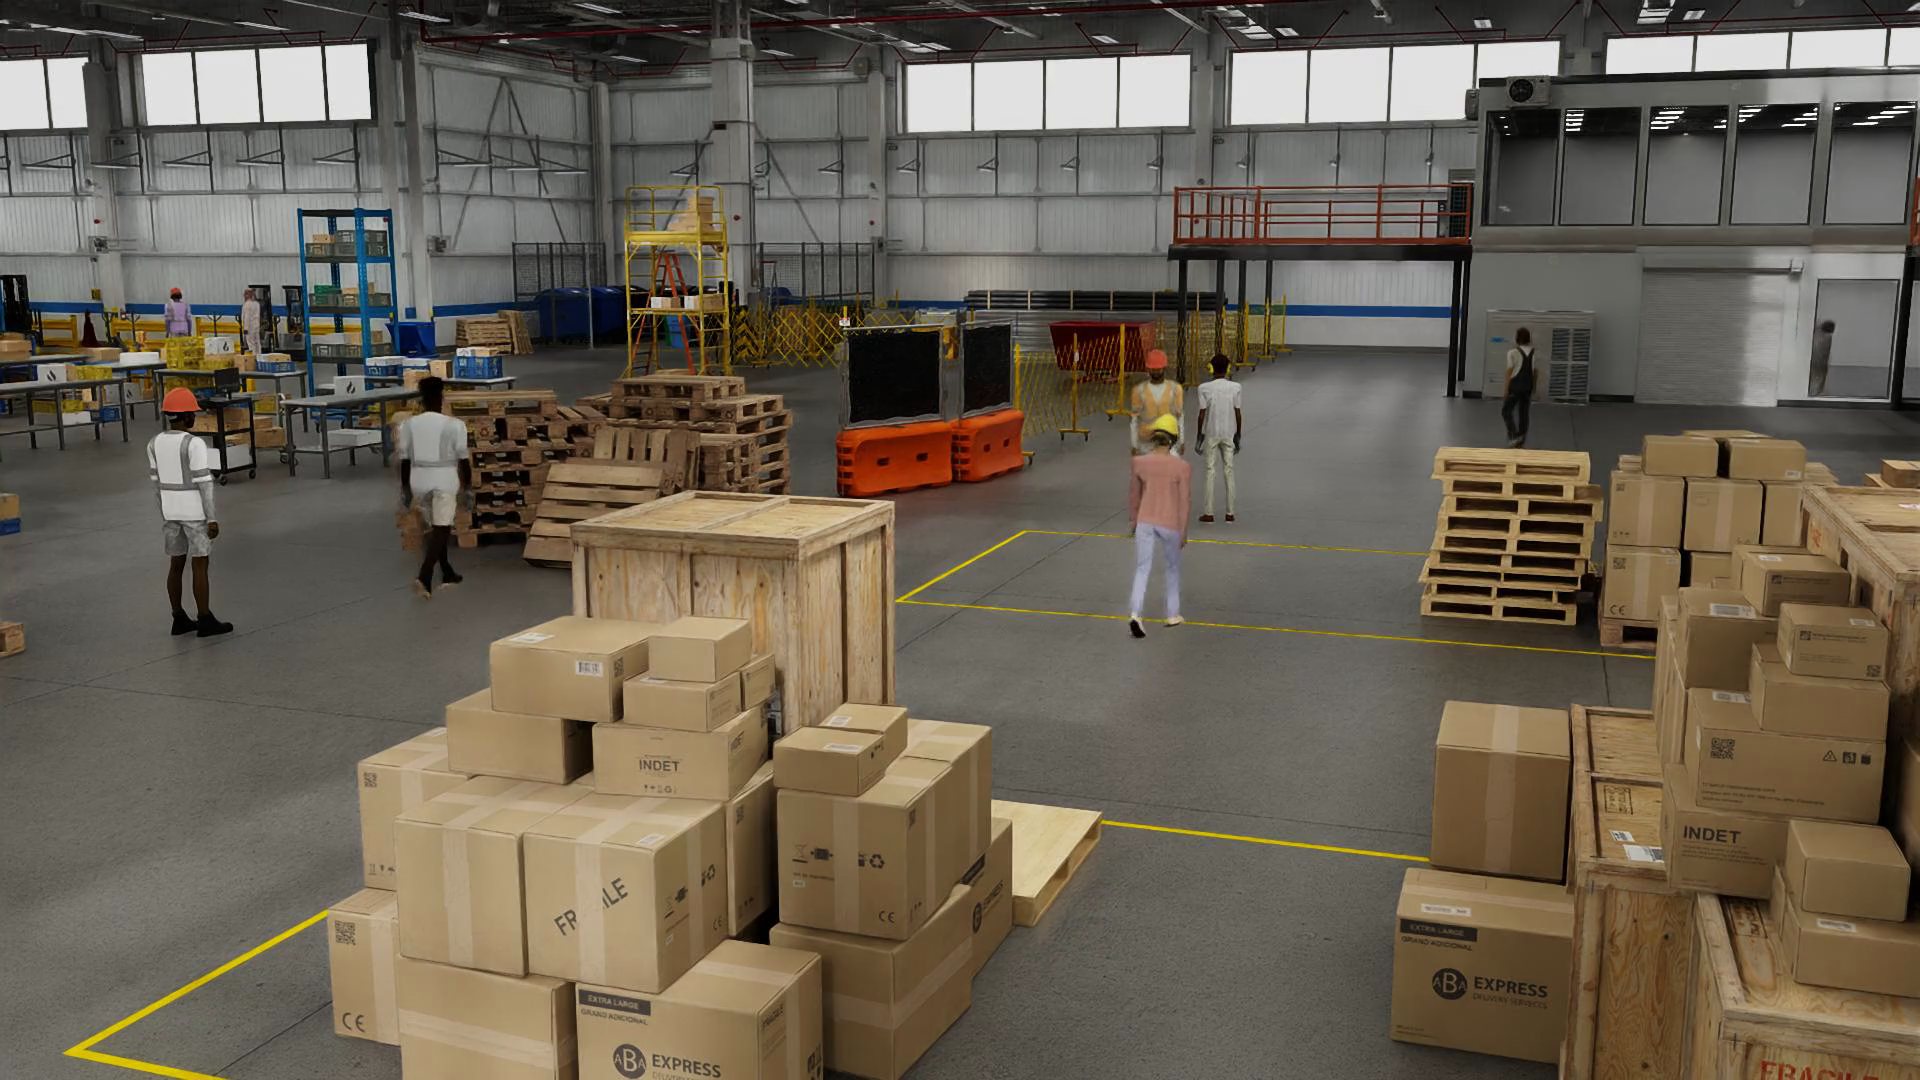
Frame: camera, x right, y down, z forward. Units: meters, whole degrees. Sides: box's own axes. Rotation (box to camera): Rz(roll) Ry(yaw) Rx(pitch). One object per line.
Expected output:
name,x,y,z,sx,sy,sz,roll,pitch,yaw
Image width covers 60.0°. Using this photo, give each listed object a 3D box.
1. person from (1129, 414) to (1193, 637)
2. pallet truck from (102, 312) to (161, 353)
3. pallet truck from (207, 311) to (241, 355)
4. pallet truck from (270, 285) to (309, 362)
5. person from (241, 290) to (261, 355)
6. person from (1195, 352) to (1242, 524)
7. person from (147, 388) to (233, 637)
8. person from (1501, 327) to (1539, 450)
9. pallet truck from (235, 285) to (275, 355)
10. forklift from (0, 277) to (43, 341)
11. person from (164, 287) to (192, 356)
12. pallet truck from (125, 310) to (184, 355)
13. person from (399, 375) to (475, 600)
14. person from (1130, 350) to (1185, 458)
person,1.537,-0.119,12.996,0.533,1.737,0.849,5,11,24
pallet truck,-23.057,-5.777,46.261,0.680,1.201,1.601,3,11,19
pallet truck,-19.537,-5.575,44.913,0.653,1.274,1.630,3,11,19
pallet truck,-17.147,-5.700,43.663,0.823,1.965,1.885,3,11,17
person,-17.938,-5.367,42.043,0.407,1.906,0.655,1,10,5
person,2.825,-1.108,18.162,0.509,1.872,0.329,-1,10,-4
person,-5.987,-0.209,12.909,0.545,1.938,0.358,3,11,19
person,8.207,-2.204,24.437,0.549,1.830,0.441,-2,10,-11
pallet truck,-18.327,-5.835,44.421,0.823,1.965,1.885,4,11,23
forklift,-27.151,-6.329,46.328,1.157,1.987,2.680,3,11,17
person,-18.483,-4.944,39.319,0.395,2.036,0.601,9,14,42
pallet truck,-22.038,-5.665,45.457,0.704,1.261,1.522,3,11,17
person,-4.570,-0.461,14.396,0.606,1.920,0.962,2,10,10
person,2.110,-1.067,17.775,0.597,1.919,0.706,1,10,5
